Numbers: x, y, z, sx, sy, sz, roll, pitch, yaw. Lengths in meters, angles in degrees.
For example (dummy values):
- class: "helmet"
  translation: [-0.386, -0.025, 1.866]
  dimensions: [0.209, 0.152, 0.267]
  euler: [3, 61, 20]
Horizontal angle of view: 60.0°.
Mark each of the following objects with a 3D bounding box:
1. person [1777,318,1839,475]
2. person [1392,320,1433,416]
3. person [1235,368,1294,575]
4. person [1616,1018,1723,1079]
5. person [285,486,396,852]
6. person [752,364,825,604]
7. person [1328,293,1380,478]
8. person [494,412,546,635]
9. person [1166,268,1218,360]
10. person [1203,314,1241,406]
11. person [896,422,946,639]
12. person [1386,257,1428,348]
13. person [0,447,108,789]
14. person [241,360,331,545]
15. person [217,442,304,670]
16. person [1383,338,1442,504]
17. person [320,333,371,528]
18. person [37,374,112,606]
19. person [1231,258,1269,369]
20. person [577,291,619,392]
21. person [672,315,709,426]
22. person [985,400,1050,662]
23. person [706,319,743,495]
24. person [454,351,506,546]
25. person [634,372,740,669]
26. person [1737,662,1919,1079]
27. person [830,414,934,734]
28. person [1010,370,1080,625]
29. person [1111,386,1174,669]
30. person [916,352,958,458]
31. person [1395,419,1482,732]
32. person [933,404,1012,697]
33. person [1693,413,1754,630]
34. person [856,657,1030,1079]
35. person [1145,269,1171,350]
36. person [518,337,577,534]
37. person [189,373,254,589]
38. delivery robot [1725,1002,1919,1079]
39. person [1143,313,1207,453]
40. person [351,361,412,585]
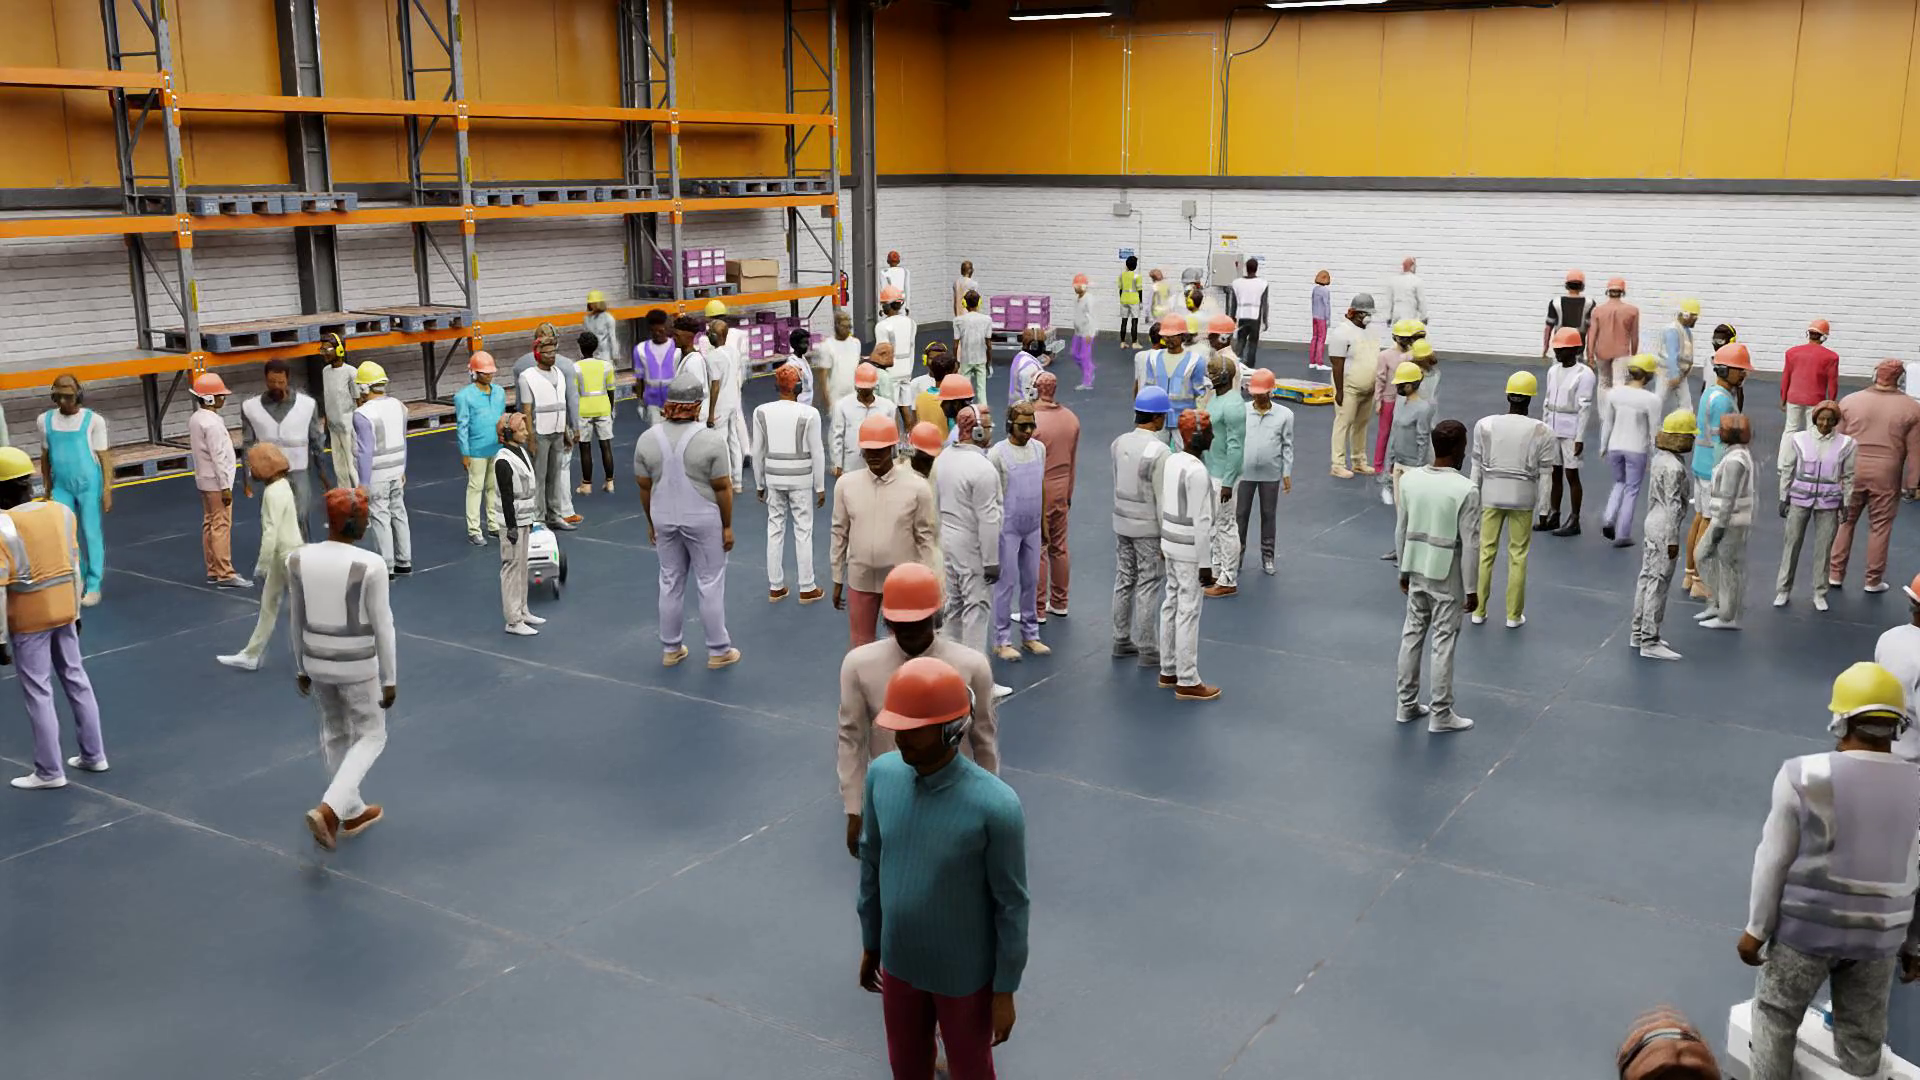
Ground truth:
- class: "person"
  translation: [9.291, -1.553, 18.206]
  dimensions: [0.576, 1.737, 0.354]
  euler: [12, 17, 41]
- class: "person"
  translation: [4.823, -1.468, 17.781]
  dimensions: [0.534, 1.766, 0.317]
  euler: [-9, 16, -35]
- class: "person"
  translation: [2.499, -0.568, 13.916]
  dimensions: [0.562, 1.744, 0.335]
  euler: [2, 13, 8]
- class: "person"
  translation: [1.547, 1.816, 3.847]
  dimensions: [0.528, 1.628, 0.459]
  euler: [3, 13, 14]
- class: "person"
  translation: [-3.115, 0.660, 8.326]
  dimensions: [0.604, 1.868, 0.683]
  euler: [3, 13, 12]
- class: "person"
  translation: [-1.332, -0.435, 13.035]
  dimensions: [0.585, 1.882, 0.337]
  euler: [4, 14, 16]
- class: "person"
  translation: [4.349, -1.698, 18.171]
  dimensions: [0.684, 2.000, 0.535]
  euler: [-10, 17, -38]
- class: "person"
  translation: [-3.261, -0.125, 12.228]
  dimensions: [0.308, 1.641, 0.517]
  euler: [0, 13, -2]
- class: "person"
  translation: [3.017, -2.577, 21.983]
  dimensions: [0.689, 2.000, 0.539]
  euler: [5, 14, 20]
- class: "person"
  translation: [2.488, -1.160, 15.936]
  dimensions: [0.376, 1.995, 0.612]
  euler: [0, 13, 2]
- class: "person"
  translation: [-0.244, 0.026, 11.409]
  dimensions: [0.581, 1.705, 0.611]
  euler: [-9, 16, -33]
- class: "person"
  translation: [7.190, -3.632, 26.939]
  dimensions: [0.887, 1.875, 0.639]
  euler: [-7, 15, -29]
- class: "person"
  translation: [-5.142, 0.430, 9.238]
  dimensions: [0.421, 1.913, 0.602]
  euler: [5, 14, 21]
- class: "person"
  translation: [-5.501, -0.534, 13.540]
  dimensions: [0.646, 1.849, 1.055]
  euler: [-3, 13, -13]
- class: "person"
  translation: [-4.614, 0.133, 11.230]
  dimensions: [0.841, 1.583, 0.508]
  euler: [-5, 14, -22]
- class: "person"
  translation: [4.582, -1.170, 16.613]
  dimensions: [0.496, 1.739, 0.509]
  euler: [-5, 14, -22]
- class: "person"
  translation: [-5.777, -1.009, 15.559]
  dimensions: [0.533, 1.868, 0.310]
  euler: [8, 15, 31]
- class: "person"
  translation: [-6.866, -0.379, 12.919]
  dimensions: [0.553, 1.830, 0.394]
  euler: [-2, 13, -7]
- class: "person"
  translation: [4.576, -3.492, 26.267]
  dimensions: [0.590, 1.904, 0.458]
  euler: [6, 14, 23]
- class: "person"
  translation: [-4.840, -2.440, 22.083]
  dimensions: [0.495, 1.721, 0.676]
  euler: [7, 15, 28]
- class: "person"
  translation: [-2.618, -1.192, 16.134]
  dimensions: [0.361, 1.964, 0.618]
  euler: [-3, 13, -13]
- class: "person"
  translation: [0.403, -0.068, 11.558]
  dimensions: [0.518, 1.836, 0.347]
  euler: [-10, 16, -37]
- class: "person"
  translation: [-2.437, -1.337, 17.034]
  dimensions: [0.330, 1.844, 0.519]
  euler: [6, 14, 23]
- class: "person"
  translation: [-4.282, -0.834, 15.054]
  dimensions: [0.343, 1.749, 0.572]
  euler: [8, 15, 31]
- class: "person"
  translation: [-1.834, -0.139, 11.409]
  dimensions: [0.674, 2.000, 0.535]
  euler: [4, 14, 16]
- class: "person"
  translation: [2.970, 1.311, 5.638]
  dimensions: [0.632, 1.813, 0.436]
  euler: [1, 13, 5]
- class: "person"
  translation: [-0.468, 0.239, 9.867]
  dimensions: [0.622, 1.994, 0.381]
  euler: [2, 13, 8]
- class: "person"
  translation: [0.604, -0.322, 12.495]
  dimensions: [0.405, 1.906, 0.653]
  euler: [11, 17, 40]
- class: "person"
  translation: [1.266, -0.088, 11.411]
  dimensions: [0.411, 1.941, 0.610]
  euler: [-8, 15, -30]
- class: "person"
  translation: [-0.145, -0.568, 13.537]
  dimensions: [0.391, 1.920, 0.593]
  euler: [-9, 16, -35]
- class: "person"
  translation: [2.903, 0.218, 10.129]
  dimensions: [0.385, 1.918, 0.596]
  euler: [-9, 16, -34]
- class: "person"
  translation: [0.089, 0.066, 10.812]
  dimensions: [0.400, 1.910, 0.643]
  euler: [-7, 15, -27]
- class: "person"
  translation: [5.614, -0.136, 12.285]
  dimensions: [0.432, 1.623, 0.538]
  euler: [5, 14, 22]
- class: "person"
  translation: [-0.082, 1.317, 5.193]
  dimensions: [0.621, 1.992, 0.397]
  euler: [10, 16, 36]
- class: "person"
  translation: [3.439, -3.842, 28.441]
  dimensions: [0.855, 1.594, 0.535]
  euler: [12, 18, 42]
- class: "person"
  translation: [-3.835, -0.963, 15.407]
  dimensions: [0.389, 1.848, 0.563]
  euler: [6, 14, 25]
- class: "person"
  translation: [-6.035, -0.482, 13.527]
  dimensions: [0.326, 1.752, 0.559]
  euler: [-10, 17, -38]
- class: "delivery robot"
  translation: [3.048, 1.855, 5.809]
  dimensions: [0.477, 0.478, 0.707]
  euler: [-5, 14, -21]
- class: "person"
  translation: [1.991, -1.113, 15.632]
  dimensions: [0.615, 2.040, 0.380]
  euler: [7, 15, 28]
- class: "person"
  translation: [-4.761, -0.549, 13.642]
  dimensions: [0.404, 1.830, 0.599]
  euler: [4, 14, 16]
